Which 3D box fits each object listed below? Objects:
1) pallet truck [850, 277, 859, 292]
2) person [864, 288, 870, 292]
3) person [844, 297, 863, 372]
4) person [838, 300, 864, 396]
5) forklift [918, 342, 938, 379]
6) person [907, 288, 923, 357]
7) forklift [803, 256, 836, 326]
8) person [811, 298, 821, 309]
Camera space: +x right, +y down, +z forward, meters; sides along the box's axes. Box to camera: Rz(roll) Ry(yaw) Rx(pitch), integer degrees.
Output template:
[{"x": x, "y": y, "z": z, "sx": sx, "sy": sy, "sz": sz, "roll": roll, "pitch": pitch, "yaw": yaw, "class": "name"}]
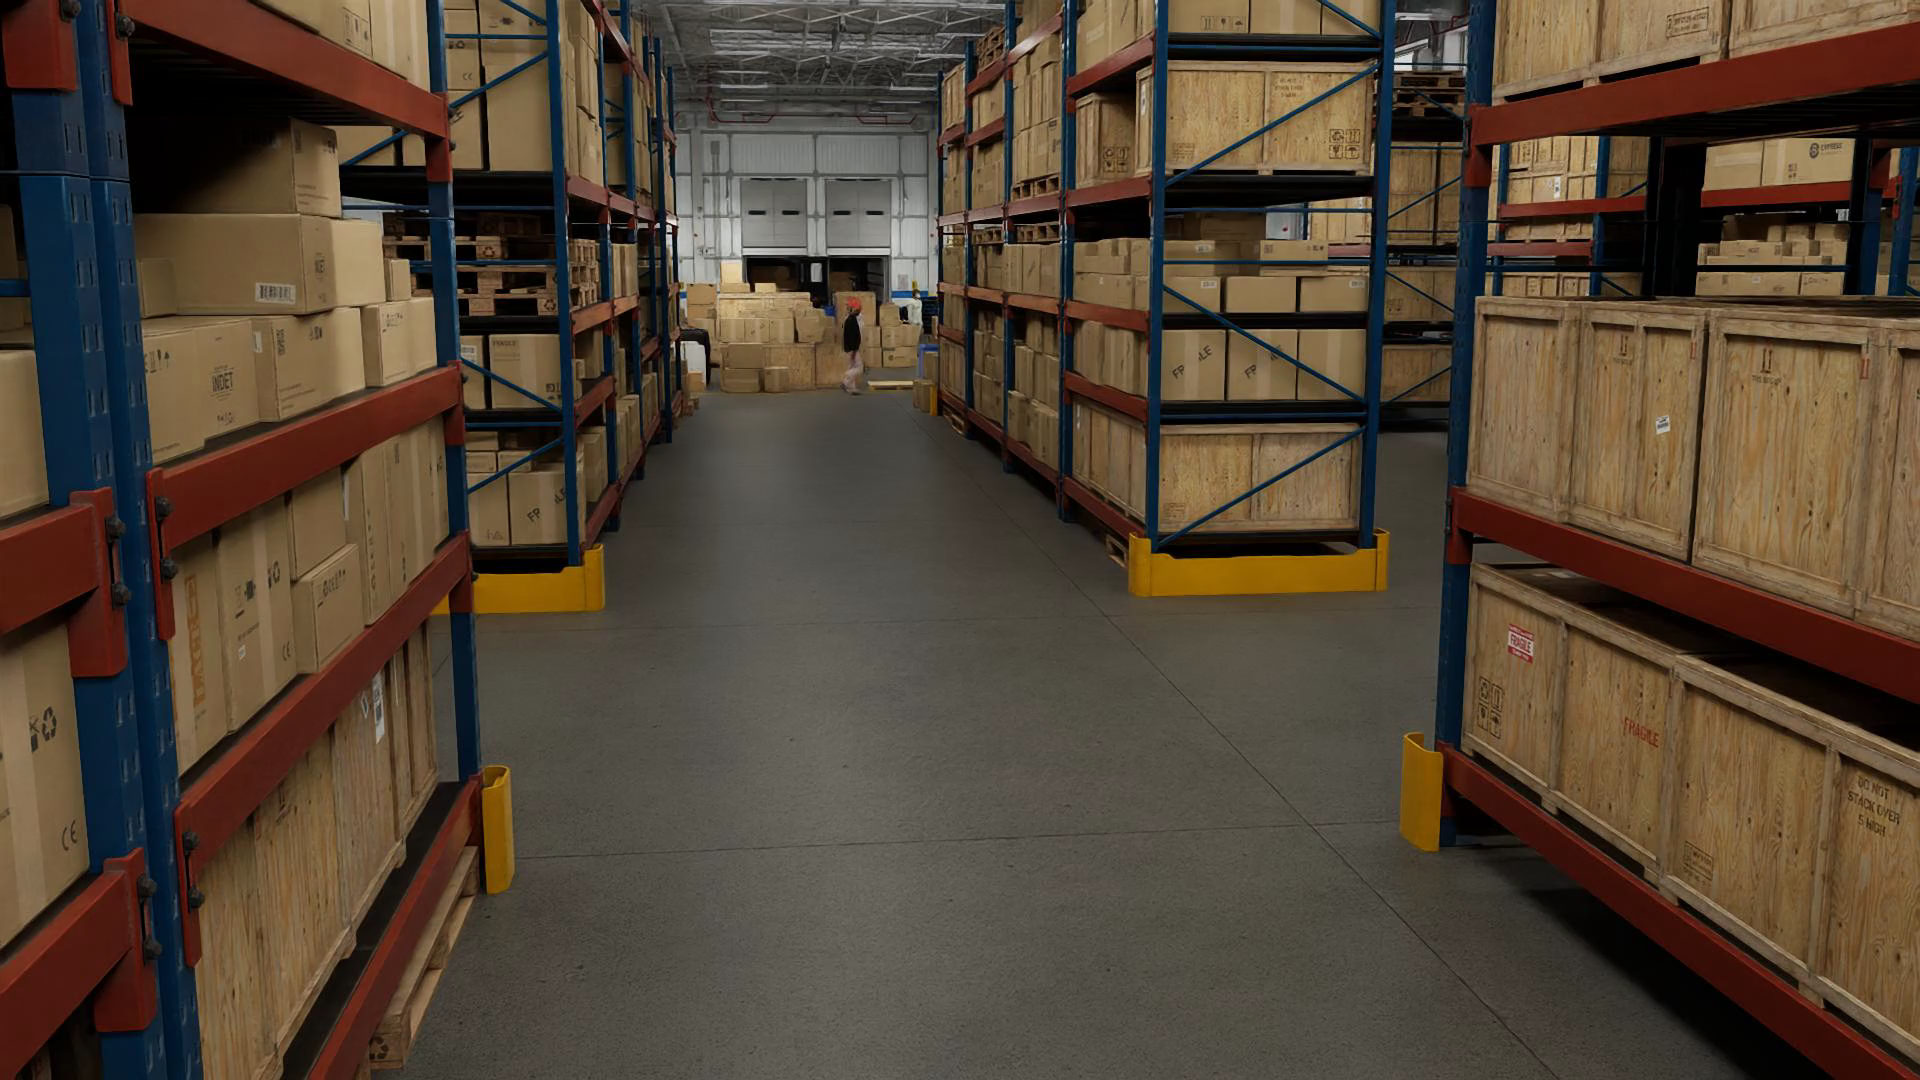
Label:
[{"x": -3.782, "y": -9.391, "z": 65.808, "sx": 1.885, "sy": 1.965, "sz": 0.823, "roll": 2, "pitch": 10, "yaw": 10, "class": "pallet truck"}, {"x": -3.459, "y": -8.391, "z": 60.893, "sx": 0.542, "sy": 1.678, "sz": 0.476, "roll": 8, "pitch": 12, "yaw": 38, "class": "person"}, {"x": -2.478, "y": -4.652, "z": 38.432, "sx": 0.441, "sy": 1.922, "sz": 0.553, "roll": 5, "pitch": 11, "yaw": 27, "class": "person"}, {"x": -2.207, "y": -3.899, "z": 33.913, "sx": 0.508, "sy": 1.972, "sz": 0.614, "roll": -3, "pitch": 10, "yaw": -19, "class": "person"}, {"x": 0.123, "y": -4.276, "z": 33.457, "sx": 1.873, "sy": 2.768, "sz": 1.129, "roll": -1, "pitch": 10, "yaw": -7, "class": "forklift"}, {"x": -1.256, "y": -6.133, "z": 47.011, "sx": 0.372, "sy": 1.940, "sz": 0.631, "roll": 6, "pitch": 11, "yaw": 31, "class": "person"}, {"x": -5.026, "y": -8.560, "z": 58.401, "sx": 1.129, "sy": 2.768, "sz": 1.873, "roll": -9, "pitch": 13, "yaw": -41, "class": "forklift"}, {"x": -3.529, "y": -5.011, "z": 40.761, "sx": 0.429, "sy": 1.845, "sz": 0.621, "roll": -5, "pitch": 11, "yaw": -28, "class": "person"}]
